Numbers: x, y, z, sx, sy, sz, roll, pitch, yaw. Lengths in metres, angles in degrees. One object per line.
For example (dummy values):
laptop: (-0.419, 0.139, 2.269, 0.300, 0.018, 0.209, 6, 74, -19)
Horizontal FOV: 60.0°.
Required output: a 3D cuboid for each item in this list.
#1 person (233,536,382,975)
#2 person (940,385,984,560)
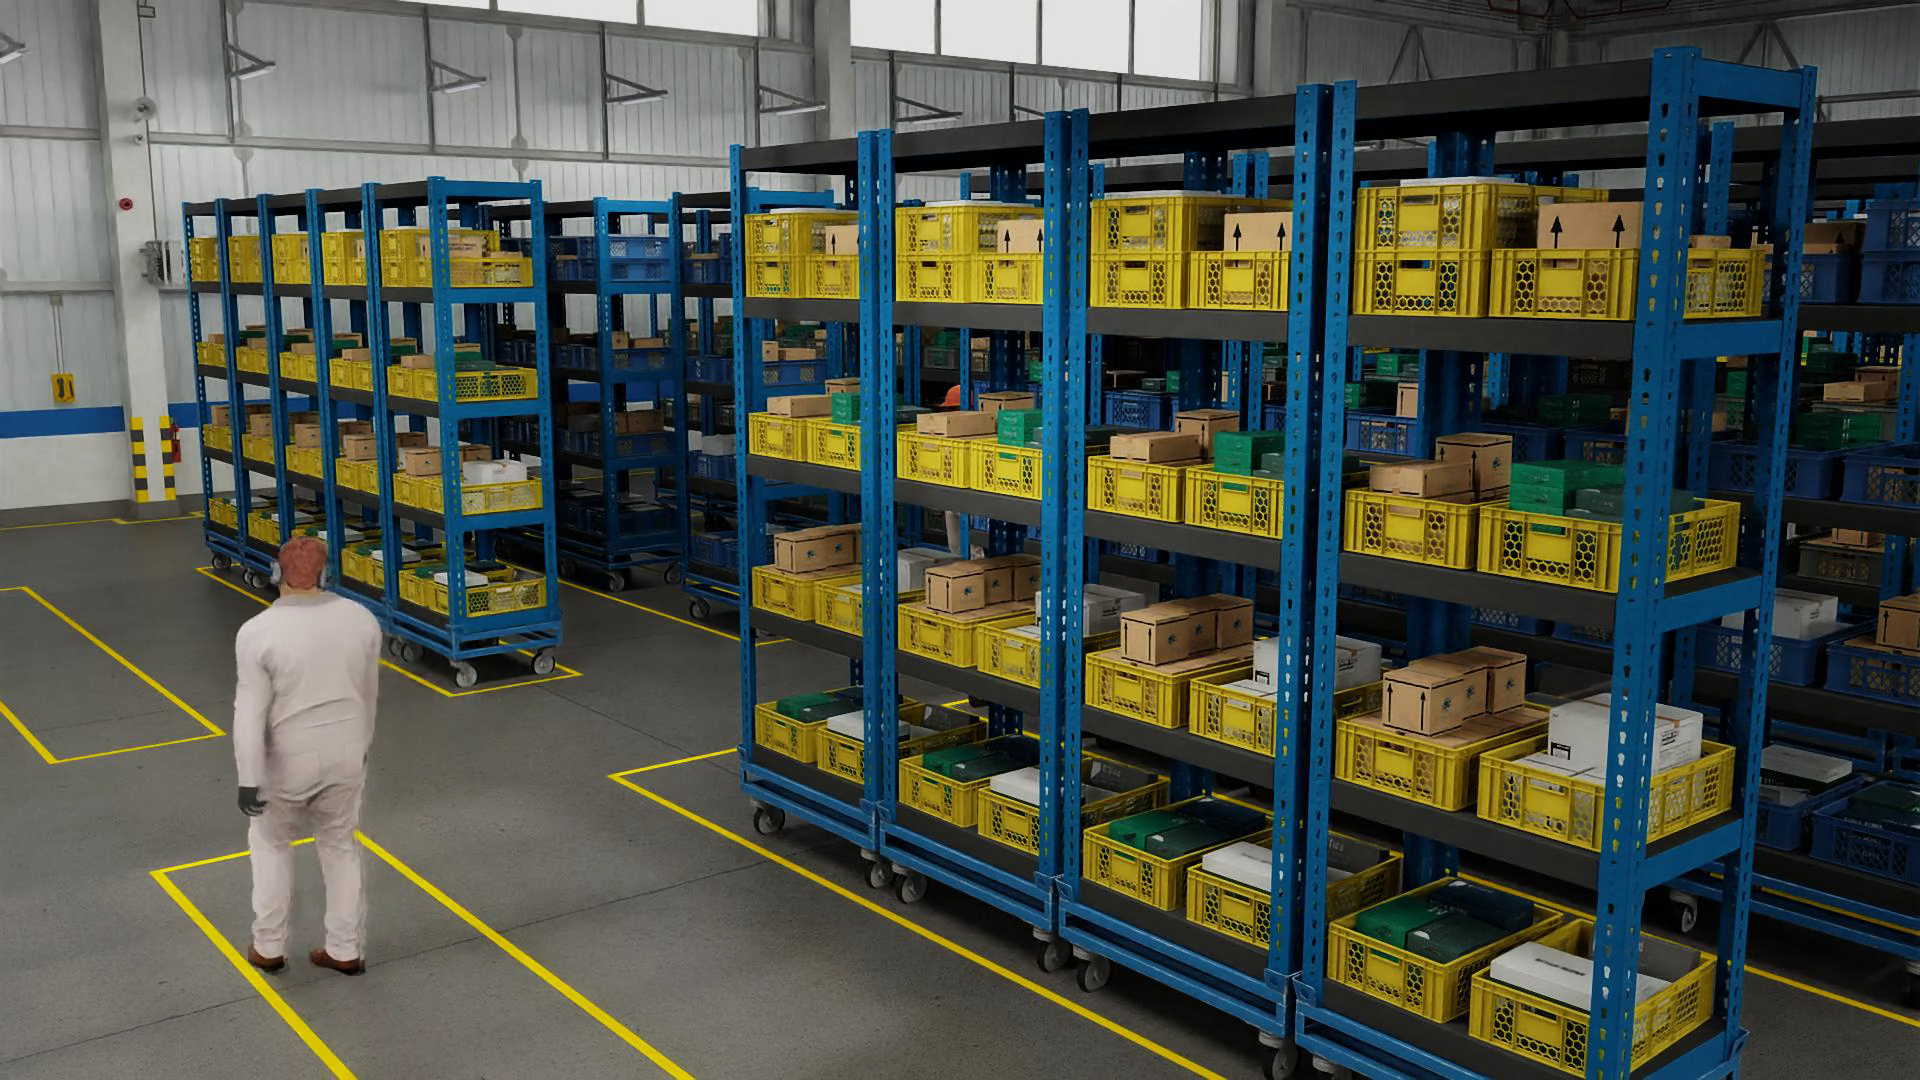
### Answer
person: (-2.823, 0.917, 7.099, 0.663, 1.870, 0.703, 8, 12, 41)
person: (0.015, -0.326, 14.210, 0.381, 1.994, 0.622, -6, 11, -32)
